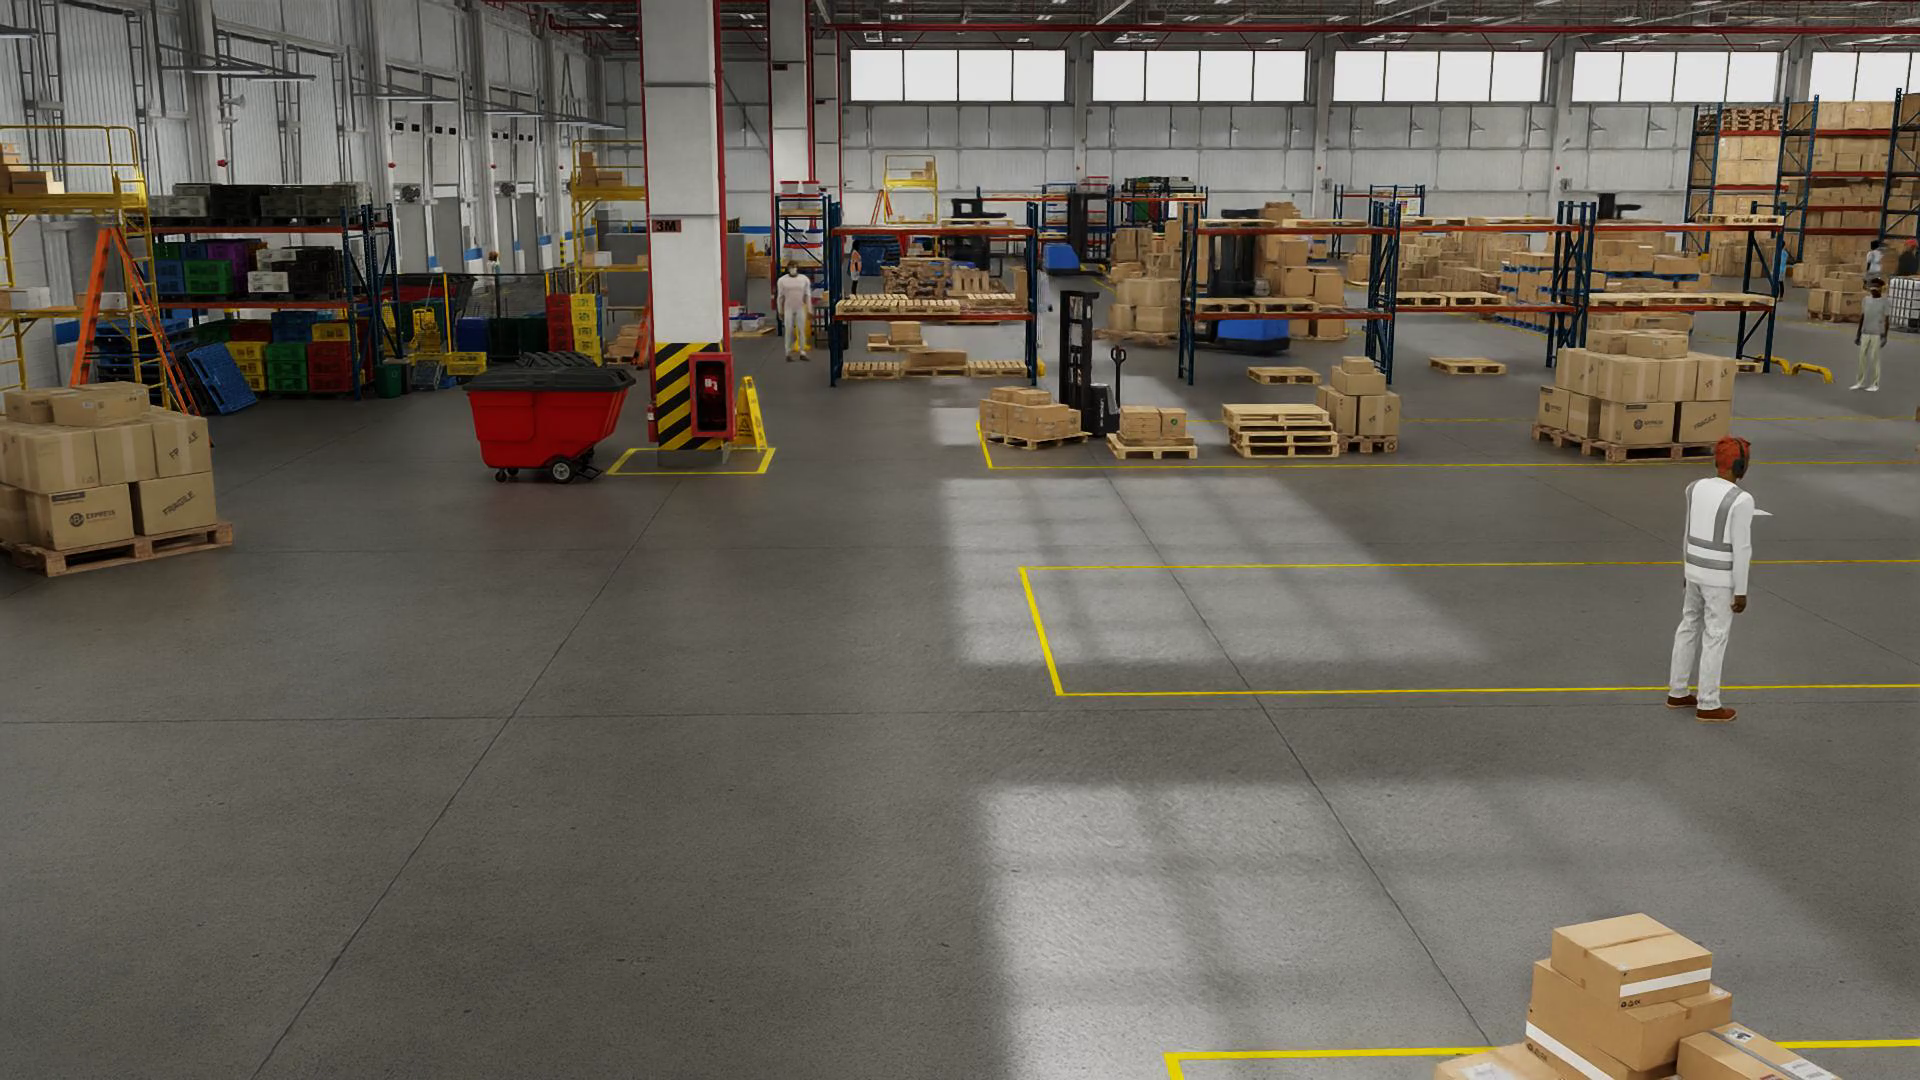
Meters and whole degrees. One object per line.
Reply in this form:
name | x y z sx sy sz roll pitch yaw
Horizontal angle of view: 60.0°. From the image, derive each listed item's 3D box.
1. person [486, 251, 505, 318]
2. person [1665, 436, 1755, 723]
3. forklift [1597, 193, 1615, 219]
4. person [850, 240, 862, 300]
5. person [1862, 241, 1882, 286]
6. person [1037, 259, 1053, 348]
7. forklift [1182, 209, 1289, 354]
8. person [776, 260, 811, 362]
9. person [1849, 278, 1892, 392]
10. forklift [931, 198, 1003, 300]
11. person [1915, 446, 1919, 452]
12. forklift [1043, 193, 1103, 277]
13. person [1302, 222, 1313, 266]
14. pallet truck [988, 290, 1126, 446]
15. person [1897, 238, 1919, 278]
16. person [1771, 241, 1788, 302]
person | -11.450 -6.268 40.869 0.523 1.631 0.323 11 17 42
person | 4.929 0.253 10.880 0.353 1.877 0.573 -3 13 -15
forklift | 22.401 -10.677 57.928 1.873 2.768 1.129 1 13 4
person | -2.878 -7.450 46.051 0.320 1.695 0.537 -1 13 -6
person | 25.431 -7.532 46.515 0.540 1.647 0.854 -5 13 -21
person | 1.660 -4.806 33.848 0.678 1.807 0.679 -9 15 -34
forklift | 5.528 -5.168 33.053 1.873 2.768 1.129 10 16 39
person | -3.141 -4.331 31.445 0.648 1.928 0.394 -3 13 -11
person | 14.930 -3.358 27.218 0.316 1.859 0.526 -7 14 -28
forklift | 0.184 -8.091 46.251 1.873 2.768 1.129 -11 17 -41
person | 12.552 -2.114 21.176 0.673 2.000 0.535 -1 13 -5
forklift | 3.845 -10.398 56.667 1.873 2.768 1.129 -2 13 -8
person | 12.137 -10.273 58.303 0.717 1.919 0.548 -7 14 -30
pallet truck | 1.257 -2.299 22.111 1.885 1.965 0.823 -9 15 -35
person | 23.349 -6.444 40.975 0.631 1.936 1.051 -9 15 -35
person | 22.582 -7.408 45.863 0.539 1.694 0.318 -8 15 -31
